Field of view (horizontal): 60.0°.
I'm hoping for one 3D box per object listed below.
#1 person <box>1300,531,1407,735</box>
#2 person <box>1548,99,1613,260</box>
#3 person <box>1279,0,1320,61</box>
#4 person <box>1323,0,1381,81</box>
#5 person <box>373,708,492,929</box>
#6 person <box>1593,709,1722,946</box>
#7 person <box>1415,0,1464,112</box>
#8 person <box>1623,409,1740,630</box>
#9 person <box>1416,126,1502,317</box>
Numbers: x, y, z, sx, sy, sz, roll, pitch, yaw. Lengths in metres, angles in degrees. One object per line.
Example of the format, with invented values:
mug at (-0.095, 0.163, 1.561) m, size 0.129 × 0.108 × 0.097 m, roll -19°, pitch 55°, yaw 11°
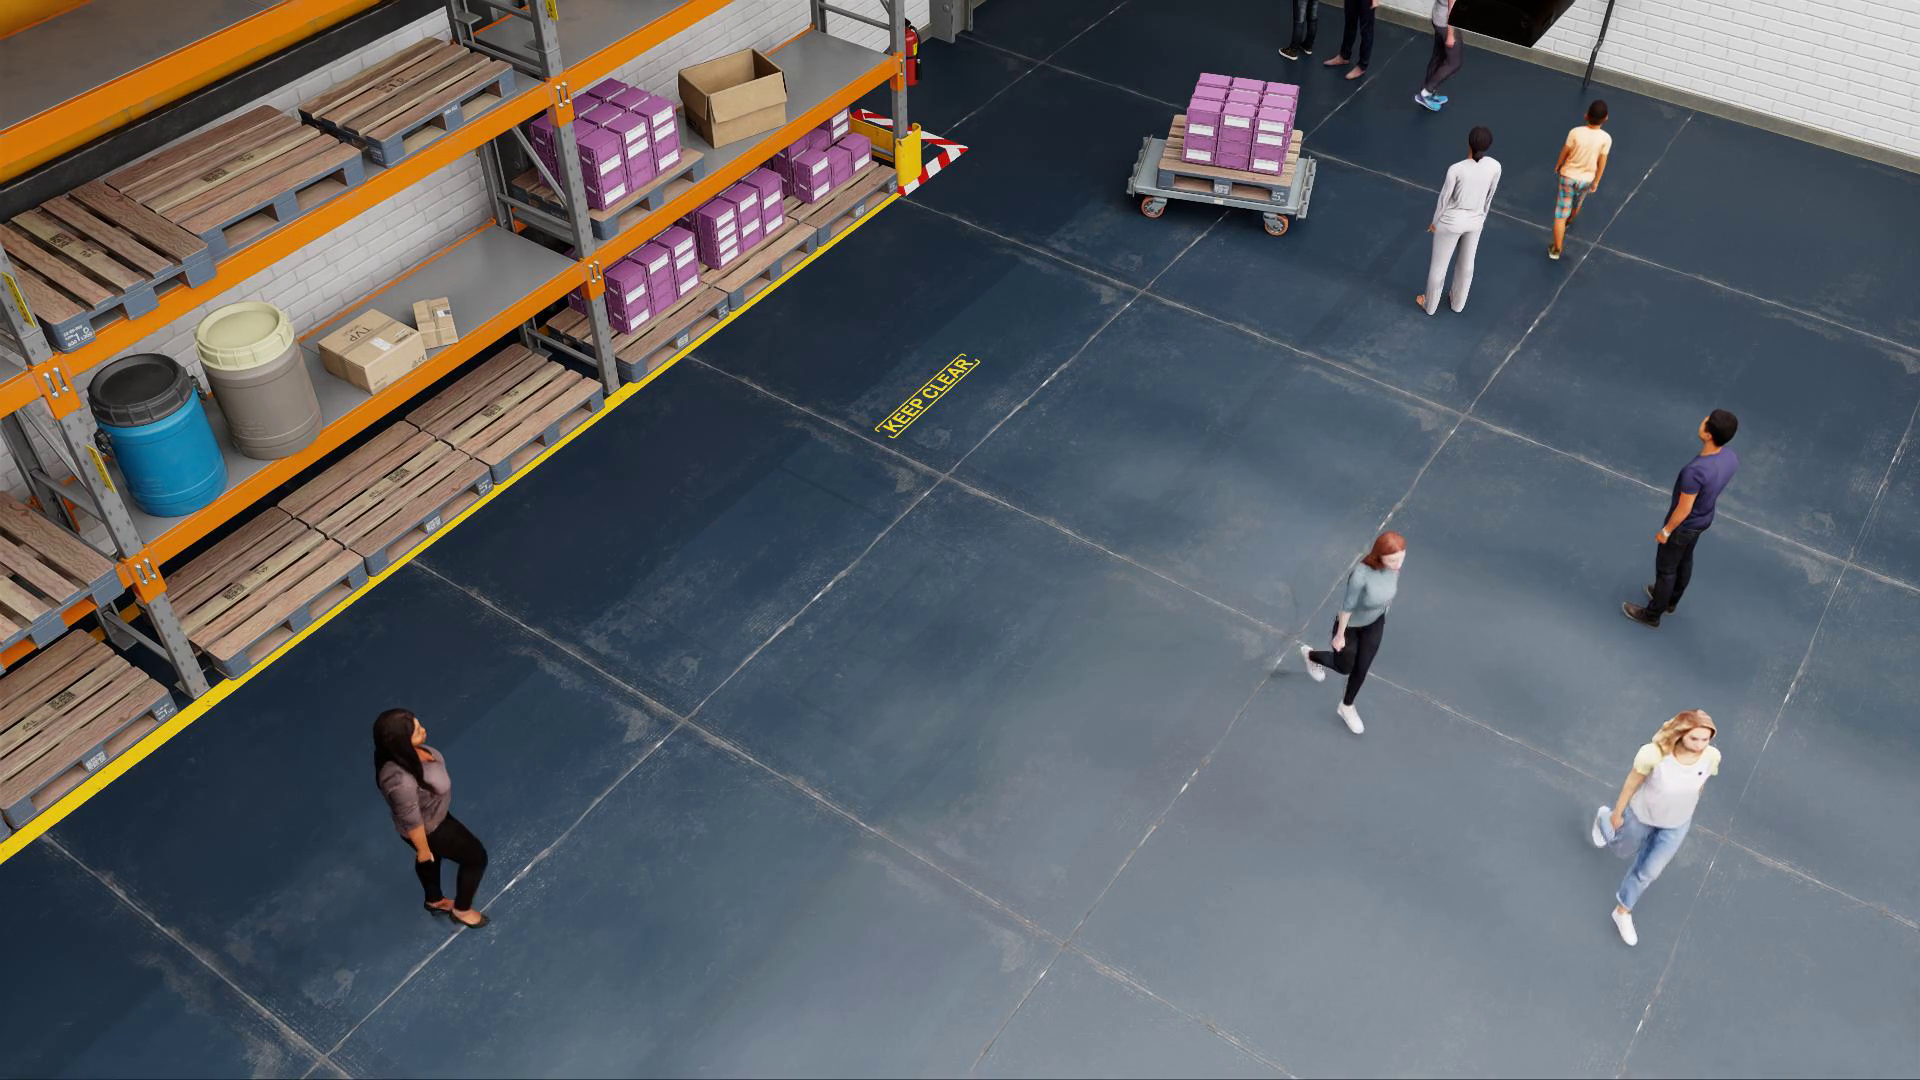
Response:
person at (2.480, 0.506, 10.552) m, size 0.923 × 1.718 × 0.901 m, roll -22°, pitch 48°, yaw -22°
person at (5.401, -3.128, 14.581) m, size 0.773 × 1.423 × 1.051 m, roll 9°, pitch 44°, yaw 9°
person at (3.615, -5.722, 17.273) m, size 0.564 × 1.465 × 0.676 m, roll -23°, pitch 48°, yaw -22°
person at (4.117, -5.627, 16.895) m, size 0.756 × 1.849 × 0.764 m, roll -20°, pitch 47°, yaw -20°
person at (-3.088, 1.611, 9.312) m, size 0.814 × 1.828 × 0.775 m, roll -19°, pitch 47°, yaw -19°
person at (3.940, 1.509, 9.511) m, size 1.003 × 1.703 × 1.151 m, roll -1°, pitch 44°, yaw -1°
person at (4.700, -5.063, 16.329) m, size 0.891 × 1.812 × 0.772 m, roll 0°, pitch 44°, yaw 0°
person at (4.890, -0.132, 11.169) m, size 0.572 × 1.790 × 0.768 m, roll -28°, pitch 50°, yaw -26°
person at (4.175, -2.652, 13.853) m, size 0.706 × 1.737 × 0.756 m, roll -5°, pitch 44°, yaw -5°
